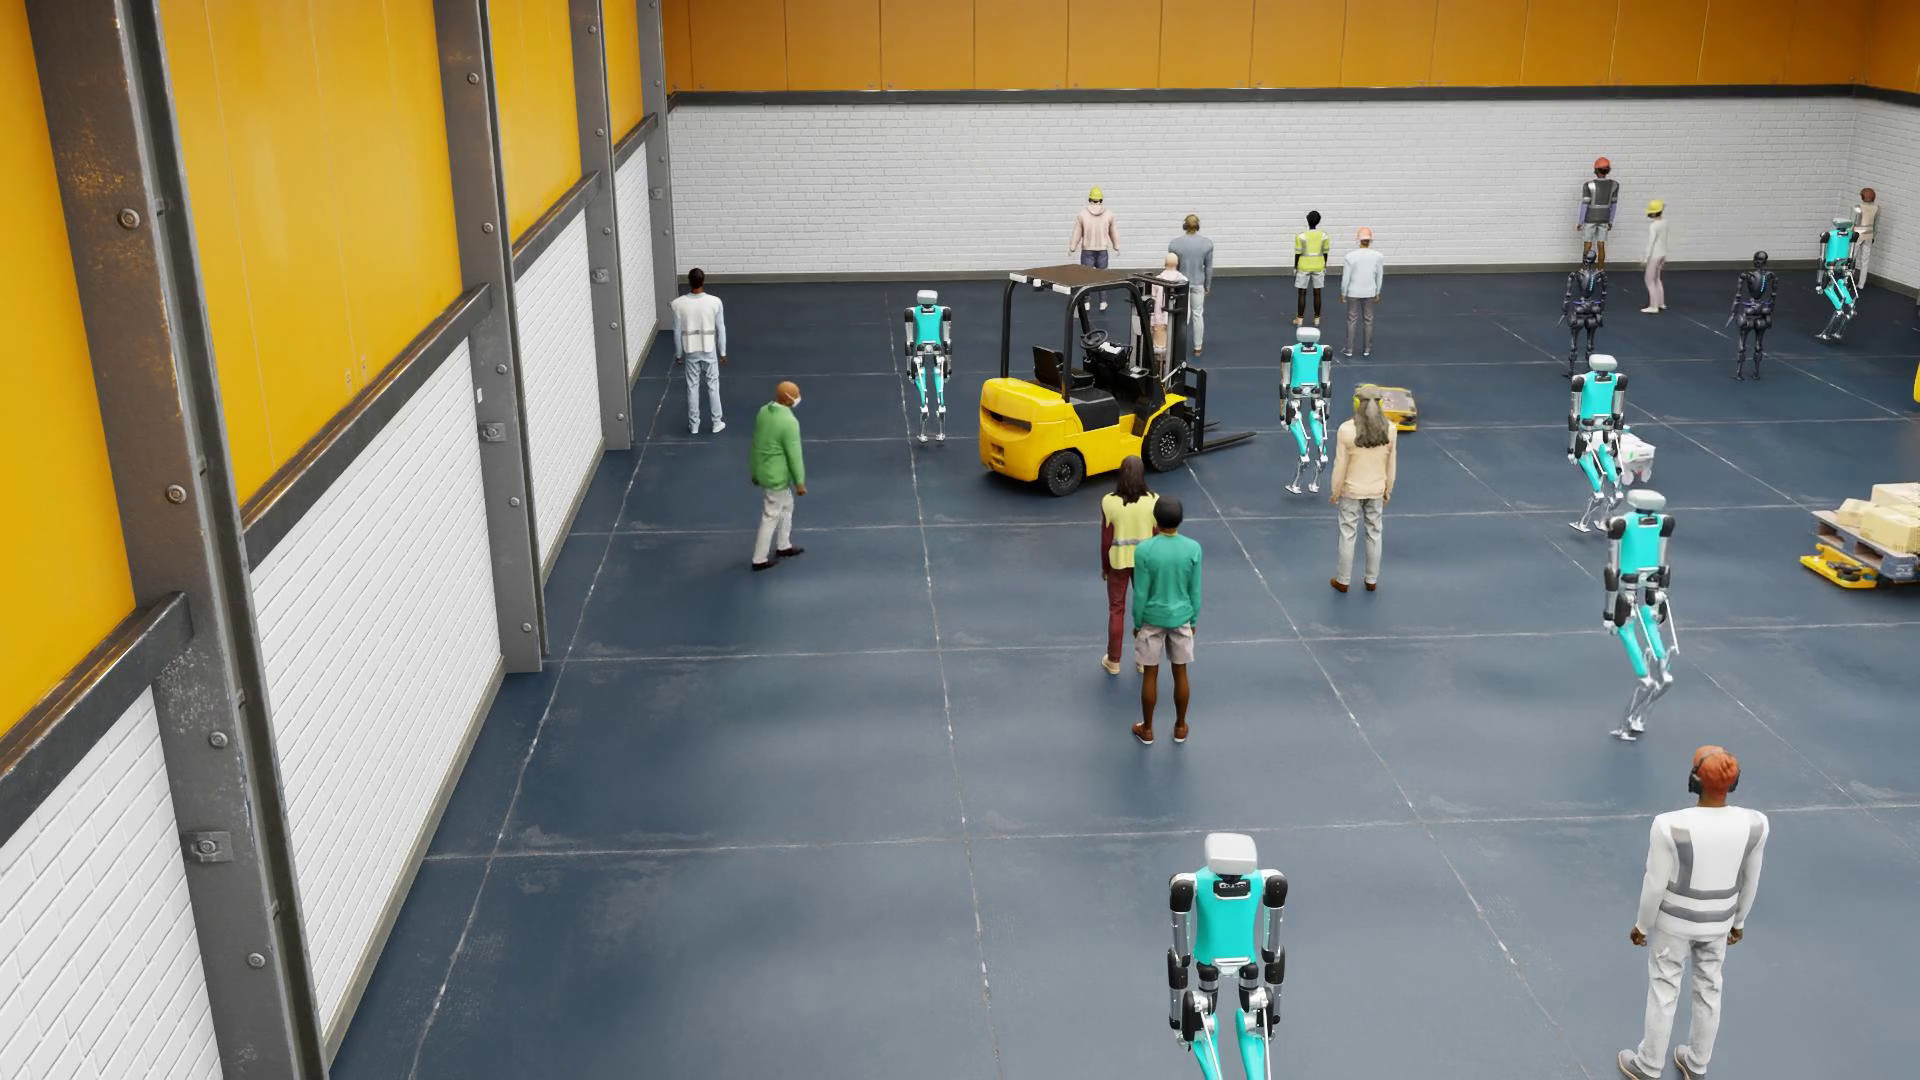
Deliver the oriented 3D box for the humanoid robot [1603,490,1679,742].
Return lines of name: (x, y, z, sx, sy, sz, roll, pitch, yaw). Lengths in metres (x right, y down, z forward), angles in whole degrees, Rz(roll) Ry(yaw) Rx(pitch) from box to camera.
humanoid robot: (4.957, 0.593, 11.911, 0.589, 1.787, 0.824, -7, 21, -18)

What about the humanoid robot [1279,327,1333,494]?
humanoid robot: (3.514, -1.256, 16.725, 0.533, 1.677, 0.735, -1, 20, -4)

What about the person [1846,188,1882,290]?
person: (14.560, -4.862, 26.879, 0.513, 1.642, 0.306, -1, 20, -4)

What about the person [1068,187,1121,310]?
person: (2.071, -4.451, 25.434, 0.795, 1.867, 0.409, -1, 20, -4)

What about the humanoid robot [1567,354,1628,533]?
humanoid robot: (6.049, -0.862, 15.651, 0.533, 1.677, 0.735, -1, 20, -4)

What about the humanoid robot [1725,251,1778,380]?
humanoid robot: (10.230, -2.903, 21.473, 0.599, 1.657, 0.315, -1, 20, -4)

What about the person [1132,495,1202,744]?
person: (1.458, 0.574, 11.768, 0.494, 1.852, 0.397, -1, 20, -4)

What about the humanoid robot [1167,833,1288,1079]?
humanoid robot: (1.214, 2.178, 7.369, 0.533, 1.677, 0.735, -1, 20, -4)

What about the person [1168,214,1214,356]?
person: (3.117, -3.457, 22.626, 0.630, 1.940, 0.373, -1, 20, -4)

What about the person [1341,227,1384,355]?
person: (5.477, -3.393, 22.713, 0.561, 1.753, 0.320, -1, 20, -4)

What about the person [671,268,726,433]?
person: (-2.989, -2.172, 19.155, 0.592, 1.919, 0.392, -1, 20, -4)

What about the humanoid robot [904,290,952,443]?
humanoid robot: (-0.335, -1.884, 18.435, 0.533, 1.677, 0.735, -1, 20, -4)

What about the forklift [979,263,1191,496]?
forklift: (1.315, -1.764, 17.646, 2.313, 2.155, 1.214, -14, 24, -33)

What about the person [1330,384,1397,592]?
person: (3.512, -0.435, 14.485, 0.553, 1.877, 0.414, -1, 20, -4)

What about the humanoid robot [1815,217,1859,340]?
humanoid robot: (12.250, -3.593, 23.093, 0.533, 1.677, 0.735, -1, 20, -4)

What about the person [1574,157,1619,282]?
person: (10.496, -5.283, 27.450, 0.607, 2.046, 0.365, -1, 20, -4)

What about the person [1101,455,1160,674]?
person: (1.319, 0.203, 12.899, 0.470, 1.768, 0.378, -1, 20, -4)

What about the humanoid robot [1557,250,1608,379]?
humanoid robot: (8.069, -2.926, 21.536, 0.599, 1.657, 0.315, -1, 20, -4)

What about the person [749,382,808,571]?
person: (-1.621, -0.586, 15.089, 0.729, 1.737, 0.544, -14, 24, -34)

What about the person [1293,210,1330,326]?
person: (5.137, -3.975, 24.384, 0.534, 1.696, 0.318, -1, 20, -4)

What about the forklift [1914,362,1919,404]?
forklift: (12.602, -2.435, 19.475, 2.313, 2.155, 1.214, -1, 20, -4)

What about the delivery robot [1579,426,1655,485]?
delivery robot: (7.041, -0.930, 17.737, 0.516, 0.589, 0.761, -6, 21, -17)

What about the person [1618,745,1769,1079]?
person: (3.597, 1.872, 8.185, 0.574, 1.883, 0.356, -1, 20, -4)

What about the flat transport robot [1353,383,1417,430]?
flat transport robot: (5.093, -1.596, 19.976, 0.659, 0.231, 1.431, 3, 20, 9)

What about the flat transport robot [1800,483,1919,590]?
flat transport robot: (8.468, 0.213, 15.047, 1.431, 0.231, 0.659, -3, 20, -8)

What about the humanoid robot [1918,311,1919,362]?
humanoid robot: (13.126, -3.155, 22.158, 0.599, 1.657, 0.315, -1, 20, -4)

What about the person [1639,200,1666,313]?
person: (10.534, -4.309, 25.249, 0.395, 1.721, 0.630, 18, 26, 39)

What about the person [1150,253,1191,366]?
person: (2.613, -2.680, 20.731, 0.523, 1.784, 0.401, -1, 20, -4)
